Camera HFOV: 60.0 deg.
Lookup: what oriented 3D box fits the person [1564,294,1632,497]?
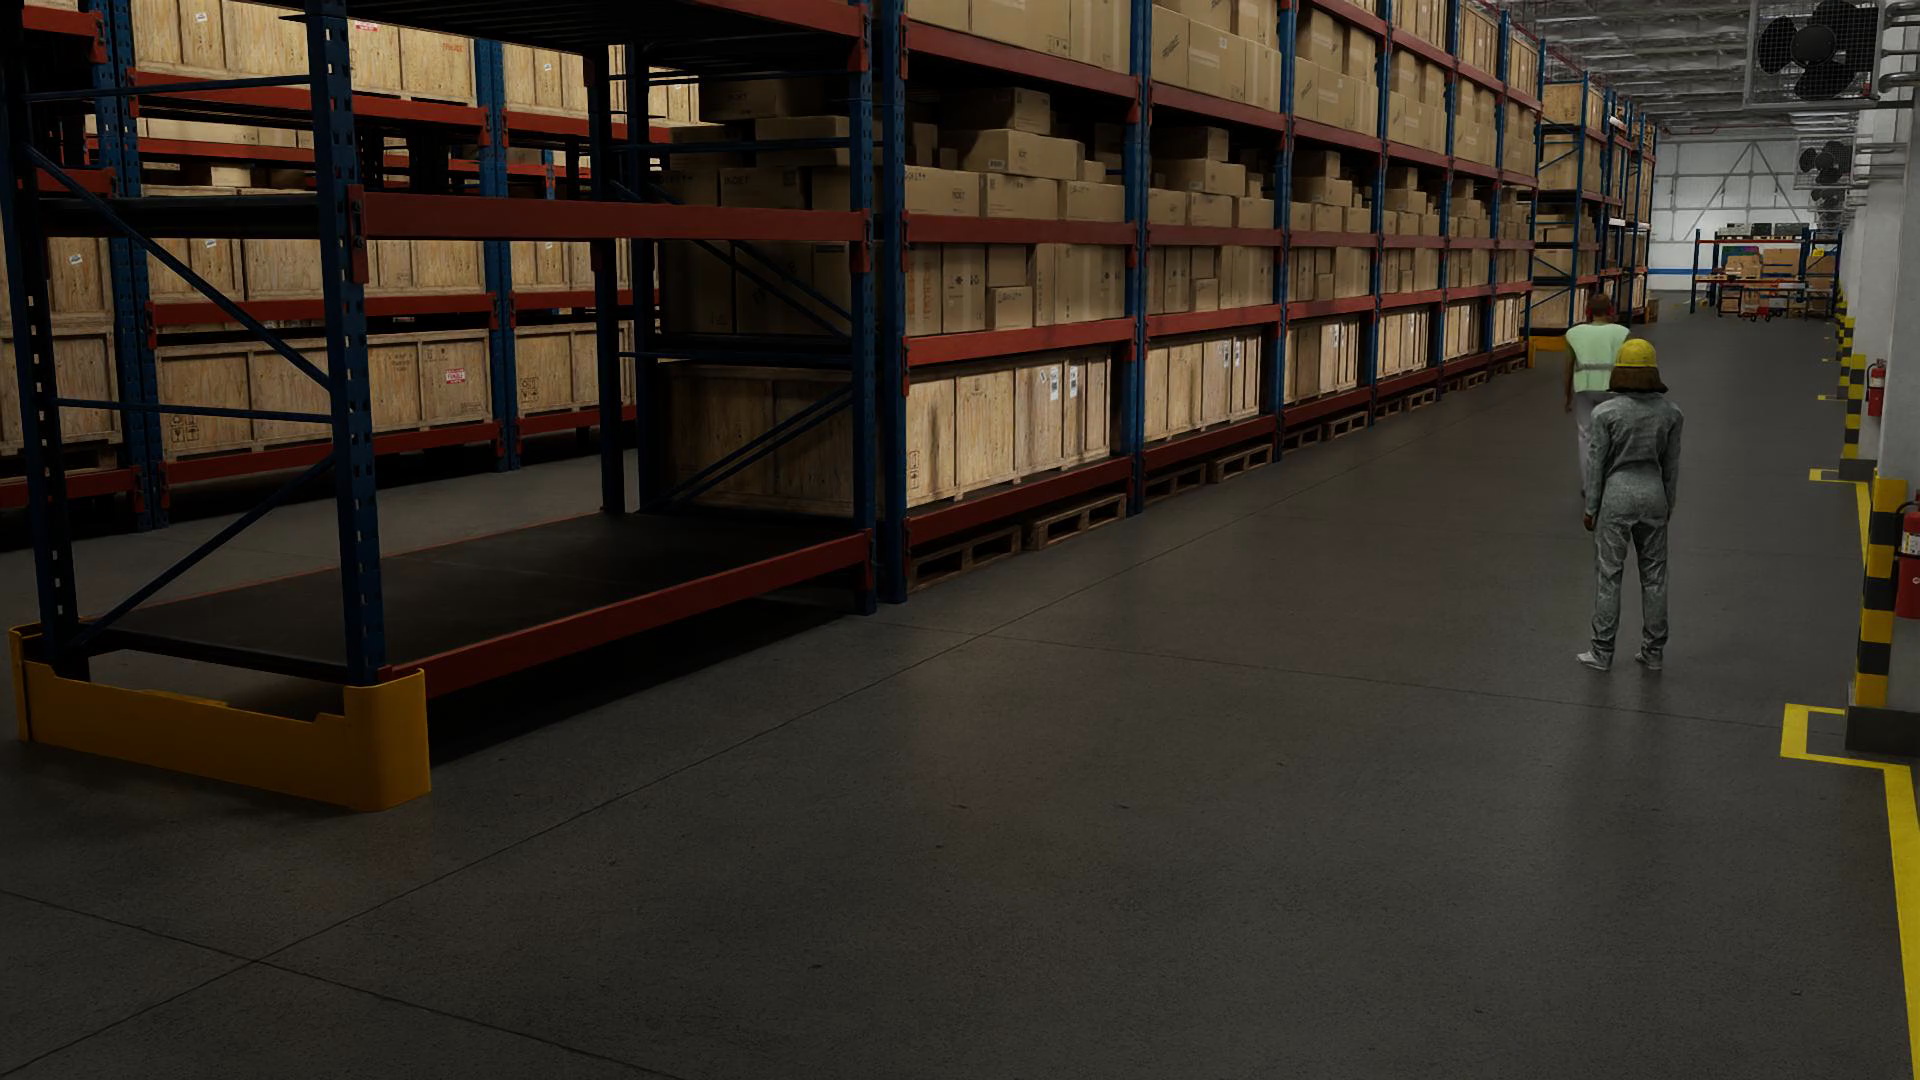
[{"bbox_3d":[5.754,-1.312,15.051,0.570,1.800,0.850,4,11,22],"label":"person"}]

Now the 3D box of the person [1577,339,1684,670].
[{"bbox_3d":[3.510,-0.183,8.730,0.483,1.735,0.340,0,10,-2],"label":"person"}]
